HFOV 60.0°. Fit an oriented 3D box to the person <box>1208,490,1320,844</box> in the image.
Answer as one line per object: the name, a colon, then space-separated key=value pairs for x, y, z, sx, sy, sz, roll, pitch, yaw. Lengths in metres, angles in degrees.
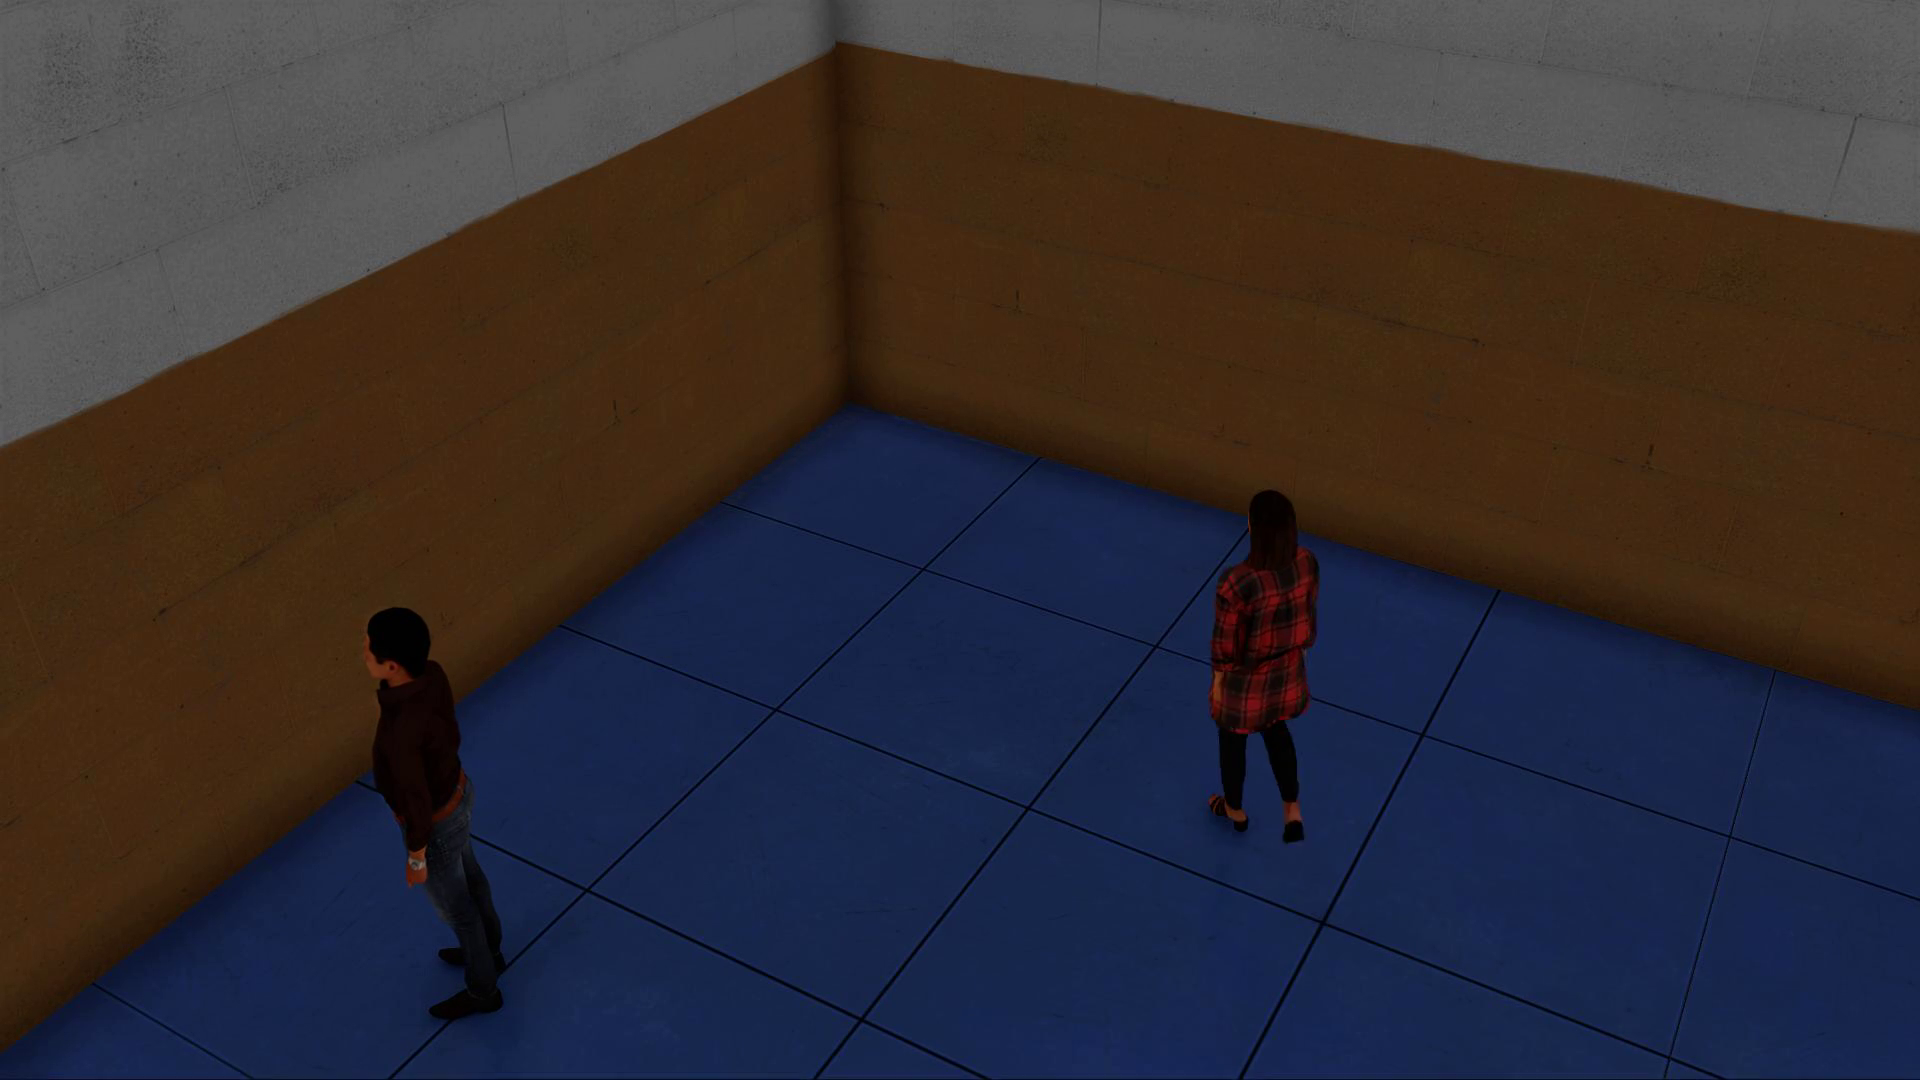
person: x=1.229 y=0.577 z=6.564 sx=0.879 sy=1.689 sz=0.920 roll=-12 pitch=35 yaw=-17

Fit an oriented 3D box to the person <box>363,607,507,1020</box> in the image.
person: x=-1.843 y=0.974 z=5.883 sx=0.777 sy=1.782 sz=0.671 roll=-3 pitch=34 yaw=-4
